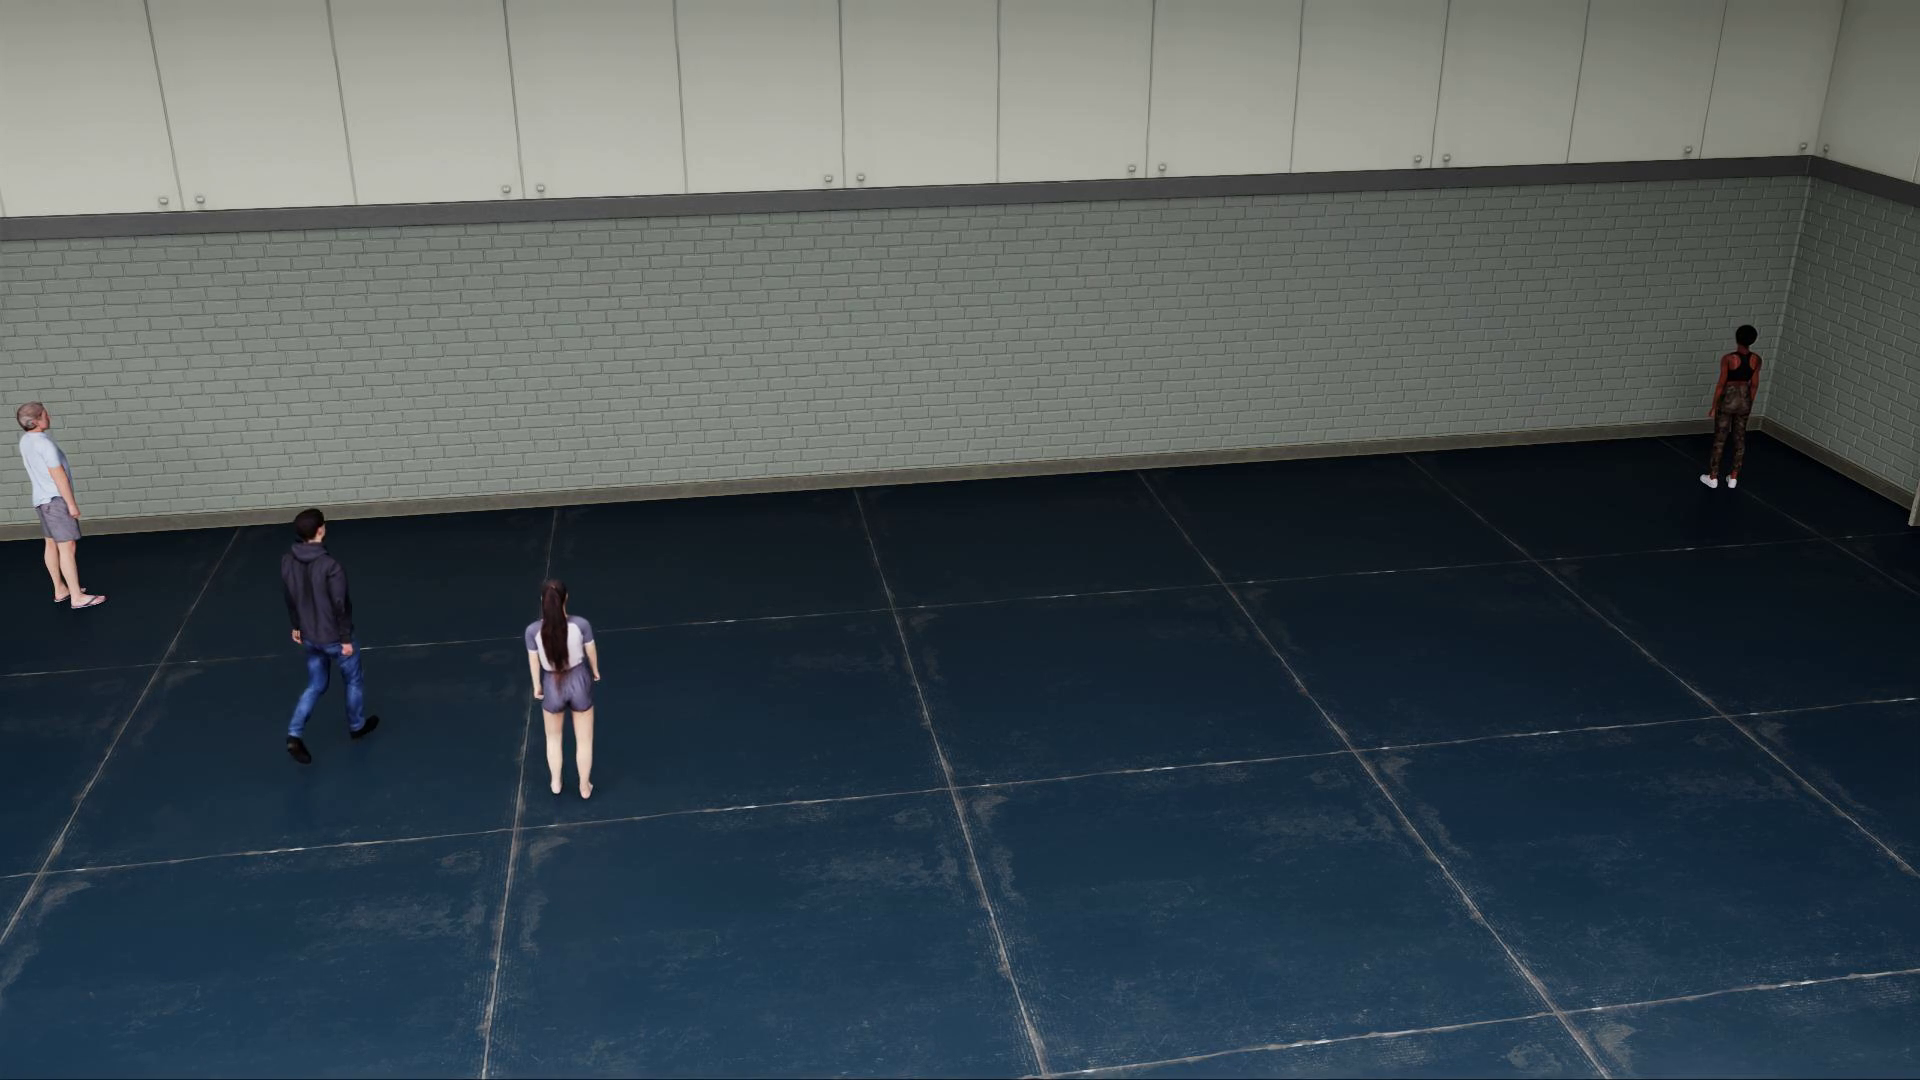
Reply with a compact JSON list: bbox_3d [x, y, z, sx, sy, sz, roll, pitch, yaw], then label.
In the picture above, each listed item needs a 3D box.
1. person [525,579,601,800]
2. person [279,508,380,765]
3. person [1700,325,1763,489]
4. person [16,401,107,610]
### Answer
[{"bbox_3d":[-2.658,1.044,11.309,0.602,1.644,0.590,-4,23,-8],"label":"person"},{"bbox_3d":[-4.567,0.710,11.807,1.015,1.868,1.228,7,24,16],"label":"person"},{"bbox_3d":[7.855,-1.364,16.899,0.619,1.699,0.578,1,23,2],"label":"person"},{"bbox_3d":[-7.776,-0.309,14.249,0.727,1.832,0.795,17,28,34],"label":"person"}]
